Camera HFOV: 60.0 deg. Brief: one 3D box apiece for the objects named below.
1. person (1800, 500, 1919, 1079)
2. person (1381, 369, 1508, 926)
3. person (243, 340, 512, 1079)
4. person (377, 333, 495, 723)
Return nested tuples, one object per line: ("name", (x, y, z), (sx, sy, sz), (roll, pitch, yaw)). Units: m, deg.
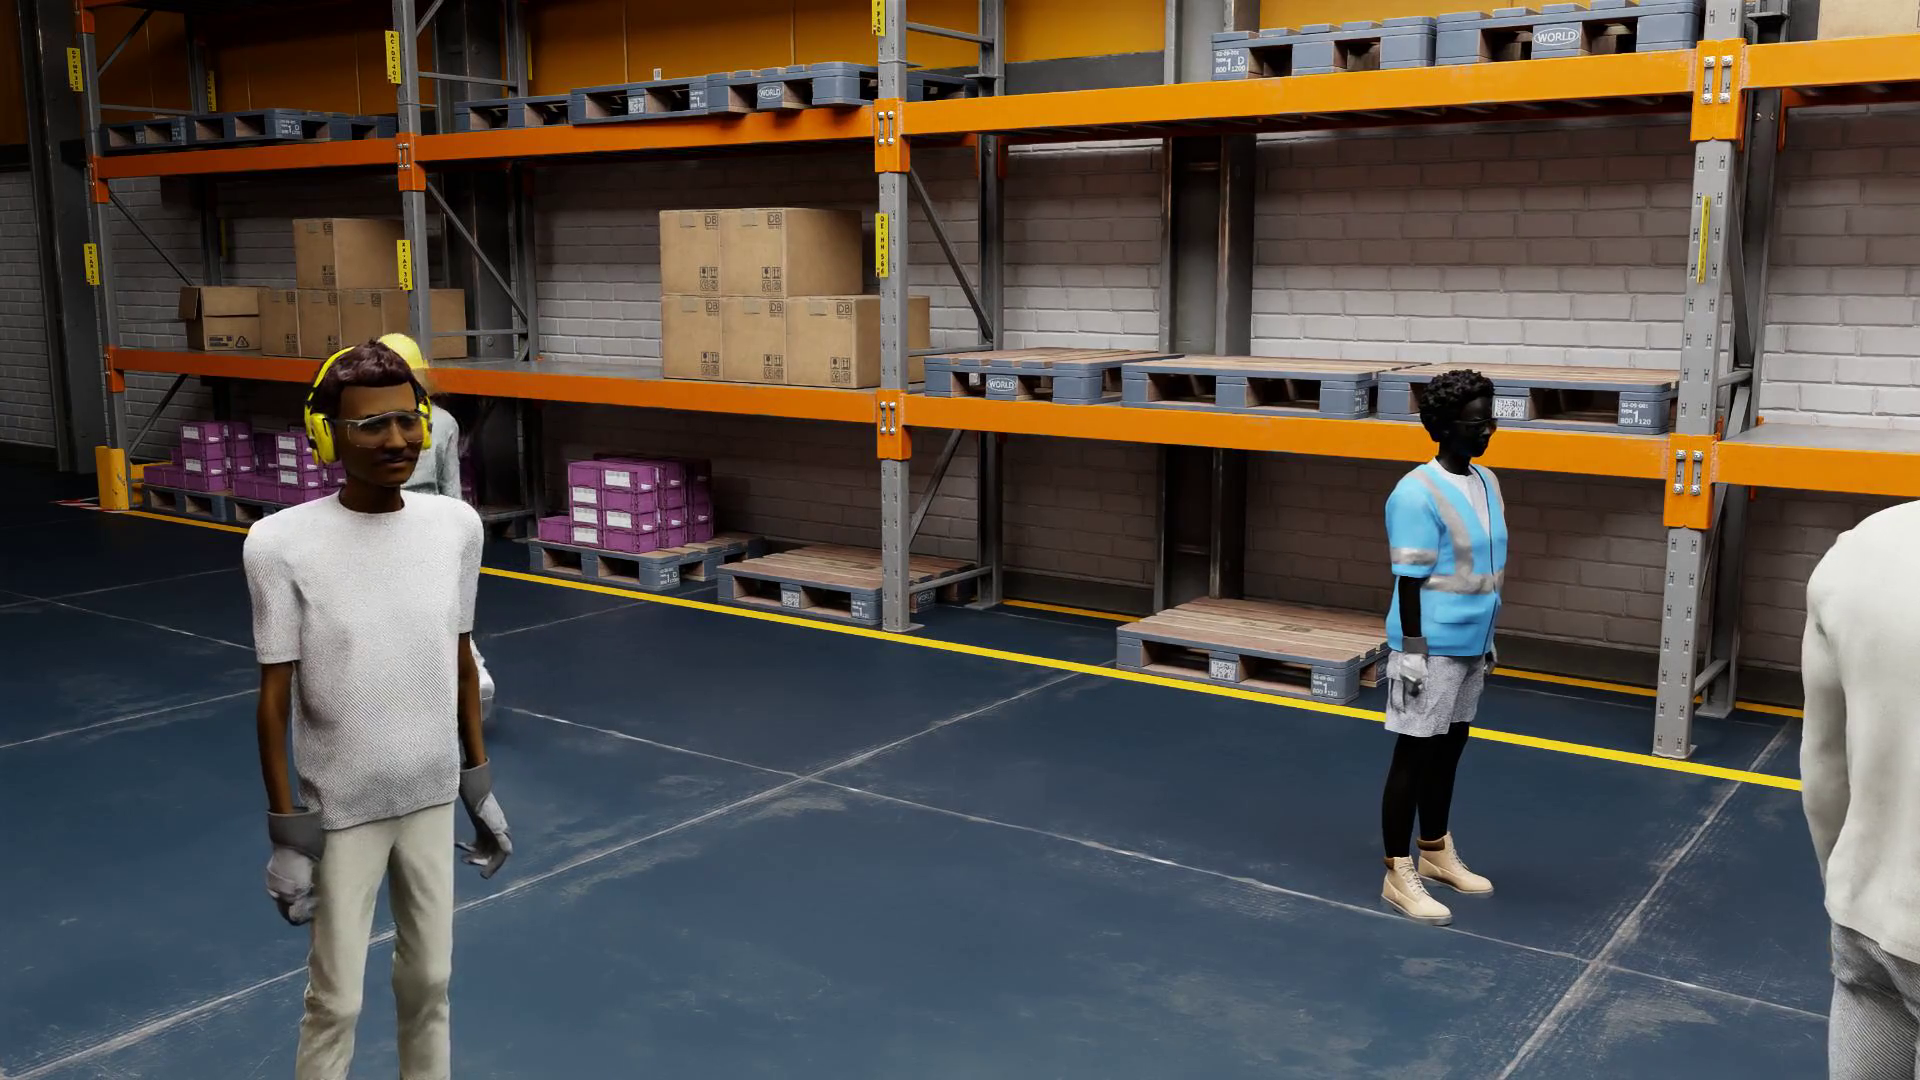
("person", (1.535, 0.637, 2.546), (0.370, 1.940, 0.627), (-2, 10, -9))
("person", (1.503, 0.321, 5.153), (0.316, 1.696, 0.540), (9, 13, 42))
("person", (-1.135, 0.543, 3.328), (0.335, 1.868, 0.520), (9, 13, 41))
("person", (-2.283, -0.002, 6.983), (0.563, 1.724, 0.491), (7, 12, 35))
